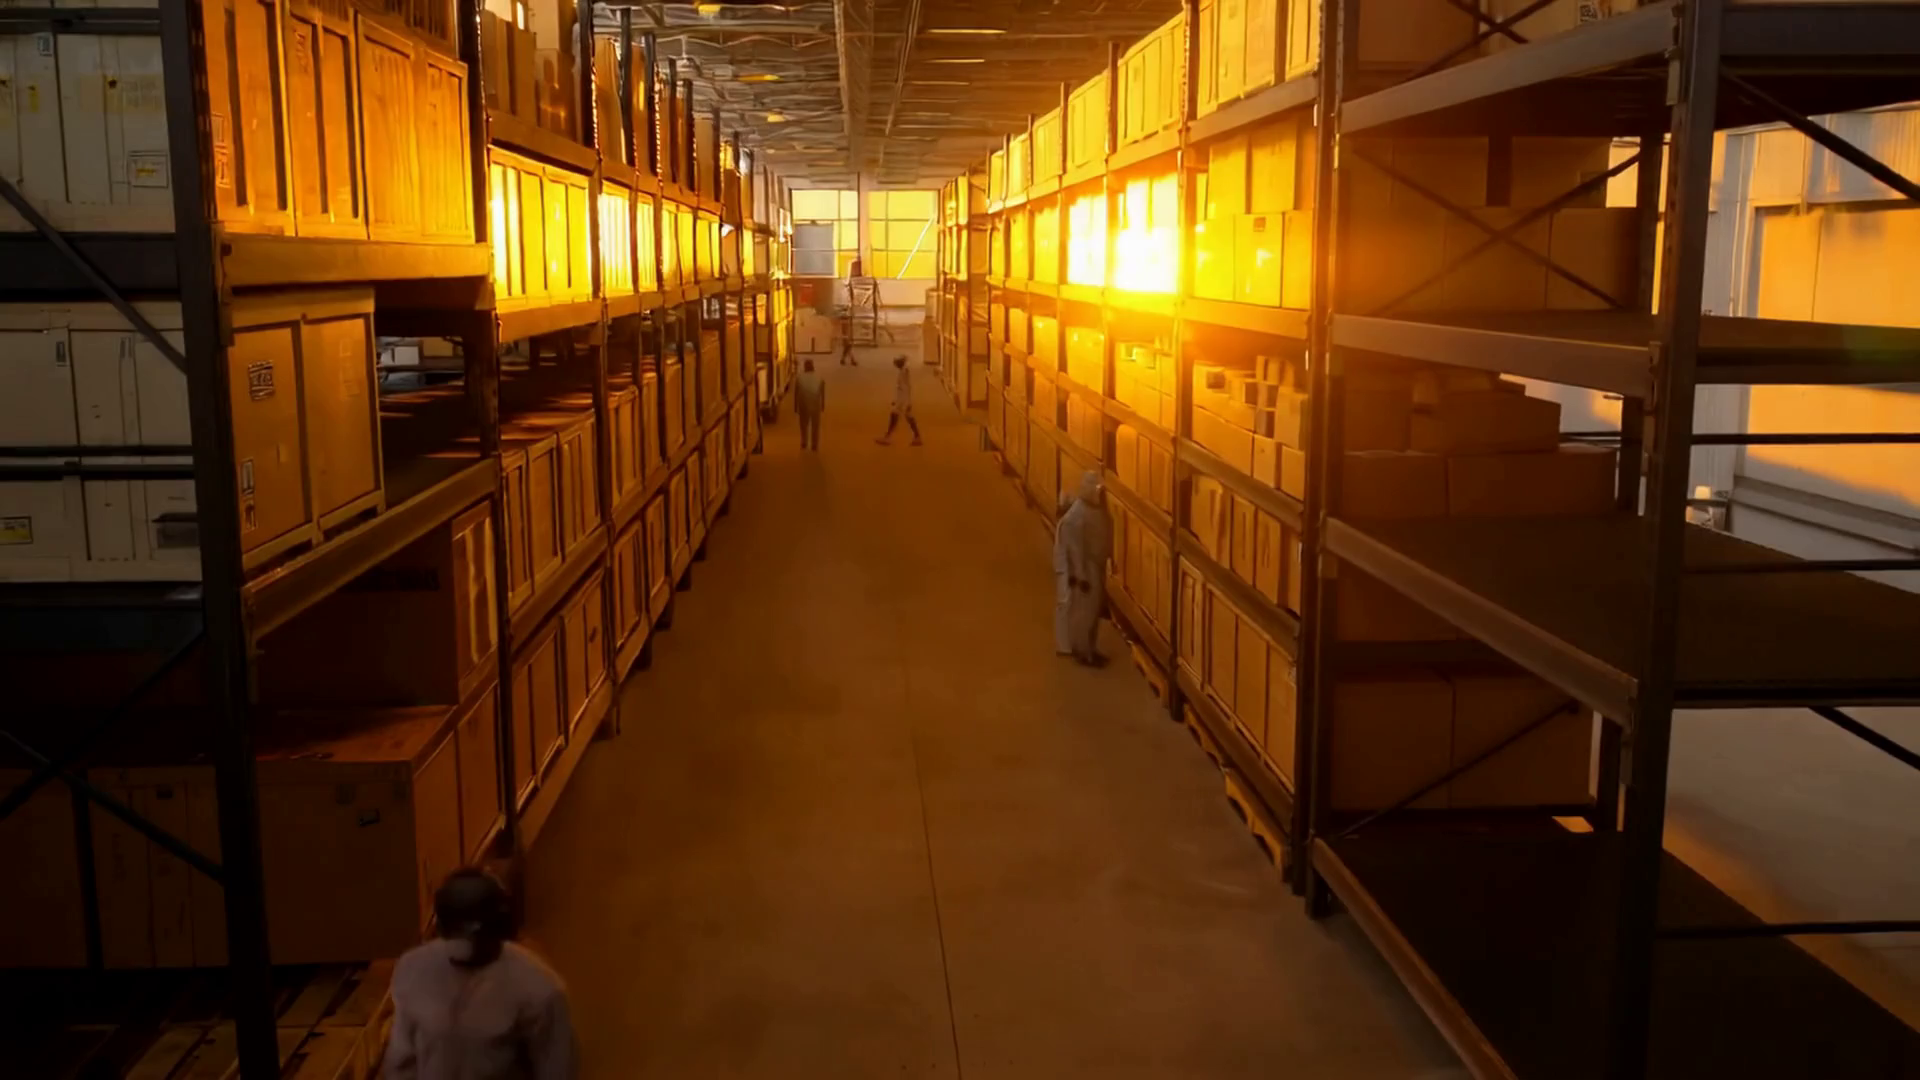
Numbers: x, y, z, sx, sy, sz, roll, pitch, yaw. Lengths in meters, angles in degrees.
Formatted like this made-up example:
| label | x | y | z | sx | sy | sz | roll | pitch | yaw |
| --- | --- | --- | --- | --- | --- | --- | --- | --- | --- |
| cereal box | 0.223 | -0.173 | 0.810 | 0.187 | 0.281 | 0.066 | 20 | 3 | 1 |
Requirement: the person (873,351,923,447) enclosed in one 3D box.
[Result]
| label | x | y | z | sx | sy | sz | roll | pitch | yaw |
| --- | --- | --- | --- | --- | --- | --- | --- | --- | --- |
| person | -1.254 | -2.931 | 34.657 | 1.063 | 1.989 | 0.616 | -1 | 10 | -3 |

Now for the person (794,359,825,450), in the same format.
| label | x | y | z | sx | sy | sz | roll | pitch | yaw |
| --- | --- | --- | --- | --- | --- | --- | --- | --- | --- |
| person | -3.076 | -2.776 | 34.117 | 0.637 | 1.867 | 0.988 | -2 | 10 | -11 |

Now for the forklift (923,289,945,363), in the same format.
| label | x | y | z | sx | sy | sz | roll | pitch | yaw |
| --- | --- | --- | --- | --- | --- | --- | --- | --- | --- |
| forklift | -0.813 | -8.131 | 63.039 | 1.129 | 2.768 | 1.873 | -1 | 10 | -3 |

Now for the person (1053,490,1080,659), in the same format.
| label | x | y | z | sx | sy | sz | roll | pitch | yaw |
| --- | --- | --- | --- | --- | --- | --- | --- | --- | --- |
| person | 1.057 | 0.326 | 16.213 | 0.310 | 1.642 | 0.514 | 0 | 10 | 0 |

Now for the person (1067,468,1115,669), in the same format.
| label | x | y | z | sx | sy | sz | roll | pitch | yaw |
| --- | --- | --- | --- | --- | --- | --- | --- | --- | --- |
| person | 1.269 | 0.260 | 15.845 | 0.405 | 1.909 | 0.654 | 5 | 11 | 27 |

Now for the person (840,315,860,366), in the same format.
| label | x | y | z | sx | sy | sz | roll | pitch | yaw |
| --- | --- | --- | --- | --- | --- | --- | --- | --- | --- |
| person | -4.078 | -7.327 | 61.208 | 1.003 | 1.879 | 0.567 | 5 | 11 | 27 |

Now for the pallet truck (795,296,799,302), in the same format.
| label | x | y | z | sx | sy | sz | roll | pitch | yaw |
| --- | --- | --- | --- | --- | --- | --- | --- | --- | --- |
| pallet truck | -8.622 | -12.439 | 91.403 | 1.885 | 1.965 | 0.823 | 2 | 10 | 13 |

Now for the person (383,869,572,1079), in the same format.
| label | x | y | z | sx | sy | sz | roll | pitch | yaw |
| --- | --- | --- | --- | --- | --- | --- | --- | --- | --- |
| person | -1.569 | 1.977 | 5.523 | 0.647 | 1.920 | 0.707 | 2 | 10 | 14 |

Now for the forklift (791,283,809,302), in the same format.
| label | x | y | z | sx | sy | sz | roll | pitch | yaw |
| --- | --- | --- | --- | --- | --- | --- | --- | --- | --- |
| forklift | -7.635 | -10.876 | 79.437 | 1.129 | 2.768 | 1.873 | -2 | 10 | -10 |
